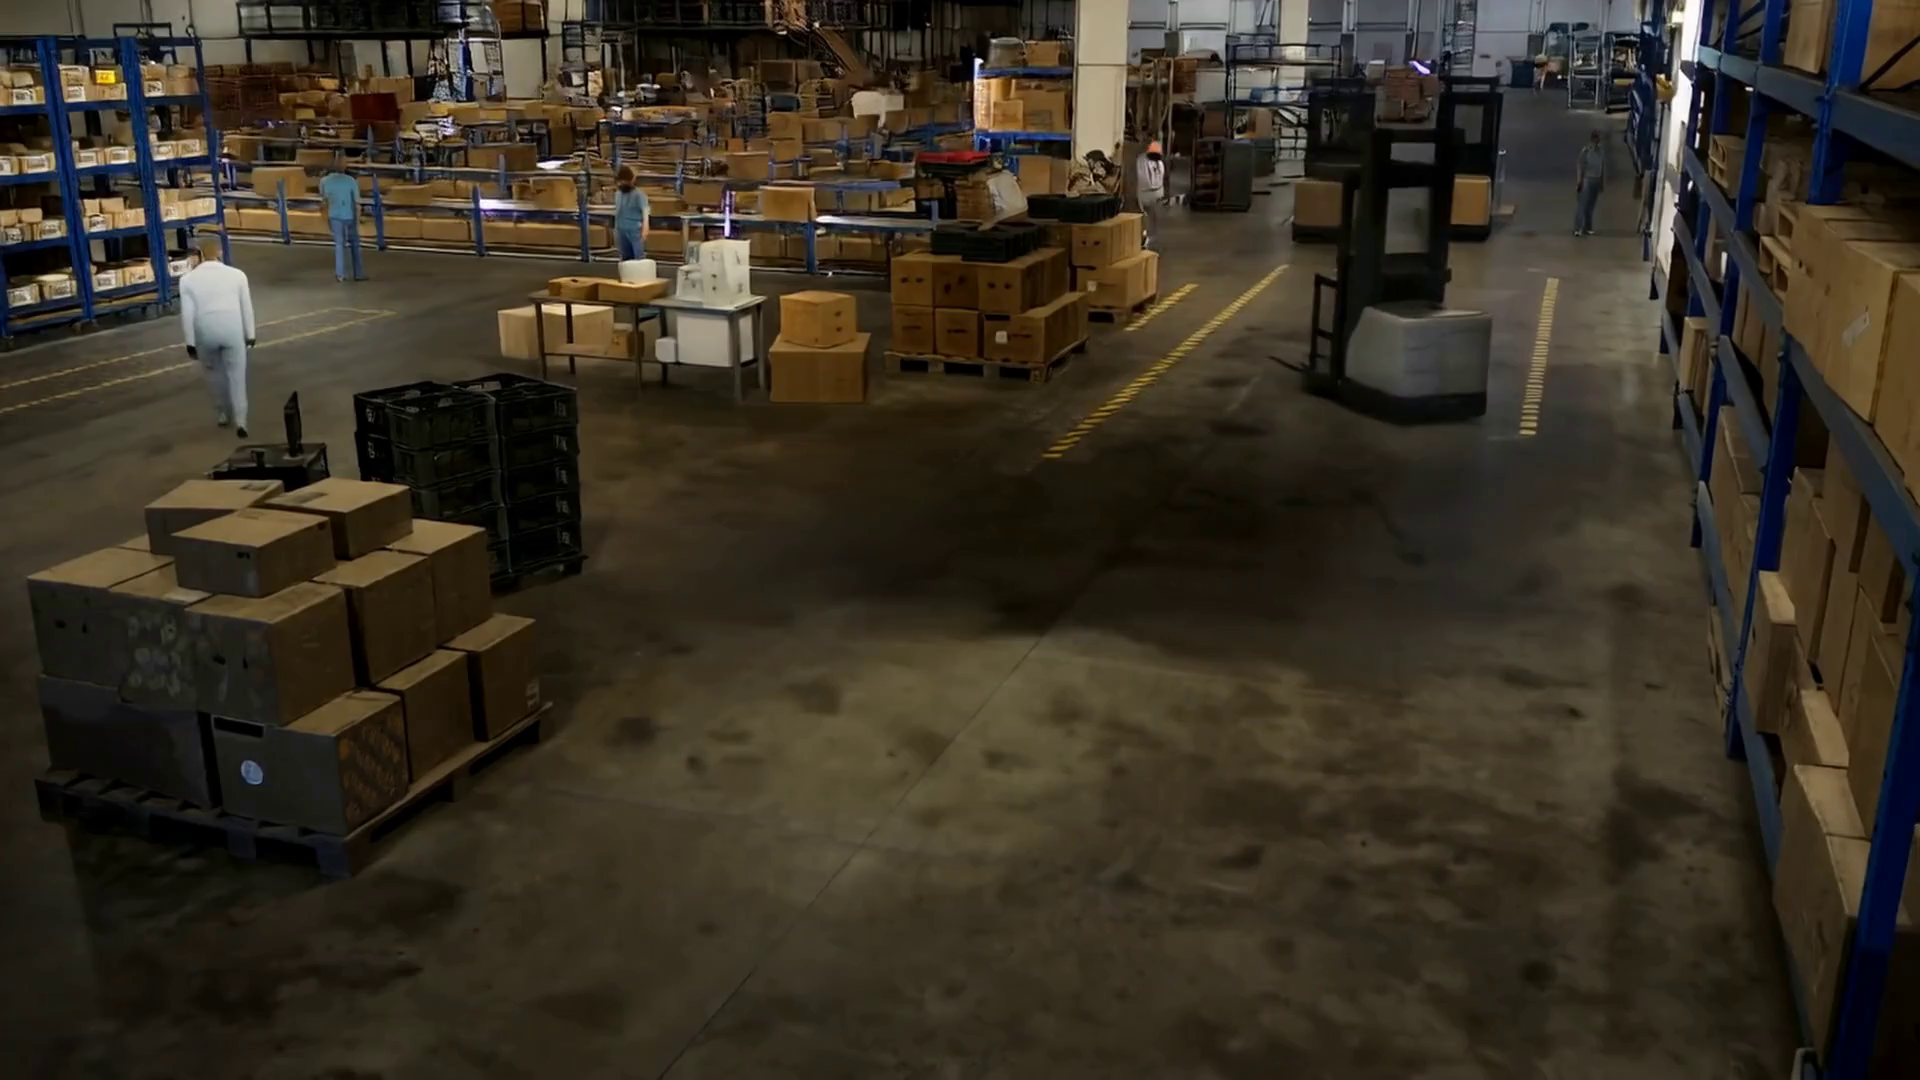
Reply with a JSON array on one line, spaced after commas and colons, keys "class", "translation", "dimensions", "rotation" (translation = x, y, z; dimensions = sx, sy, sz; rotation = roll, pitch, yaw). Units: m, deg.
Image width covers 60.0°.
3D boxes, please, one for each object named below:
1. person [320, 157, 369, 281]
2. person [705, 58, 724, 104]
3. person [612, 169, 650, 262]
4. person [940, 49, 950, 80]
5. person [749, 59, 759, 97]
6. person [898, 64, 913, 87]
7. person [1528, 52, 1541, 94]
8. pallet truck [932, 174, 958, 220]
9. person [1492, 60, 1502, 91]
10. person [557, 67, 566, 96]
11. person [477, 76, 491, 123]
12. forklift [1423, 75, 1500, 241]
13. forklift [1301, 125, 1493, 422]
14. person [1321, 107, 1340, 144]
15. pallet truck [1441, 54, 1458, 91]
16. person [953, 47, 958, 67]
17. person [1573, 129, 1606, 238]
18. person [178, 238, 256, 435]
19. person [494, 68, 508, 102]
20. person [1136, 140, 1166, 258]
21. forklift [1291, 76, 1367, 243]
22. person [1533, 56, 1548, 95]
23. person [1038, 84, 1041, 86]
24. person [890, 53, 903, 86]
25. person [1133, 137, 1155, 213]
[{"class": "person", "translation": [-9.242, -4.796, 24.917], "dimensions": [0.563, 1.837, 0.389], "rotation": [0, 18, -1]}, {"class": "person", "translation": [-10.758, -20.090, 72.642], "dimensions": [1.047, 2.000, 0.722], "rotation": [10, 20, 30]}, {"class": "person", "translation": [-4.641, -4.295, 23.371], "dimensions": [0.601, 1.818, 0.404], "rotation": [9, 20, 27]}, {"class": "person", "translation": [-0.899, -26.687, 93.621], "dimensions": [0.632, 1.902, 0.952], "rotation": [-1, 18, -5]}, {"class": "person", "translation": [-8.972, -20.165, 73.099], "dimensions": [0.584, 1.900, 0.606], "rotation": [13, 22, 35]}, {"class": "person", "translation": [-2.083, -17.834, 65.781], "dimensions": [0.569, 1.896, 0.930], "rotation": [-11, 21, -31]}, {"class": "person", "translation": [28.194, -22.844, 81.400], "dimensions": [0.609, 1.975, 0.771], "rotation": [-6, 19, -17]}, {"class": "pallet truck", "translation": [-0.507, -5.292, 27.348], "dimensions": [0.653, 1.274, 1.630], "rotation": [6, 19, 19]}, {"class": "person", "translation": [23.885, -20.401, 73.968], "dimensions": [0.431, 1.835, 0.624], "rotation": [6, 18, 17]}, {"class": "person", "translation": [-15.088, -17.063, 63.418], "dimensions": [0.741, 1.856, 0.590], "rotation": [6, 19, 19]}, {"class": "person", "translation": [-15.803, -14.535, 55.516], "dimensions": [0.835, 1.837, 0.547], "rotation": [11, 21, 32]}, {"class": "forklift", "translation": [8.997, -6.841, 29.650], "dimensions": [1.129, 2.768, 1.873], "rotation": [6, 19, 19]}, {"class": "forklift", "translation": [4.473, -2.741, 16.767], "dimensions": [1.129, 2.768, 1.873], "rotation": [-5, 18, -16]}, {"class": "person", "translation": [10.365, -11.668, 46.793], "dimensions": [0.593, 1.652, 0.841], "rotation": [4, 18, 13]}, {"class": "pallet truck", "translation": [22.765, -21.886, 78.355], "dimensions": [0.823, 1.965, 1.885], "rotation": [-4, 18, -14]}, {"class": "person", "translation": [-0.162, -26.360, 92.417], "dimensions": [0.612, 1.995, 0.382], "rotation": [10, 20, 28]}, {"class": "person", "translation": [11.315, -6.392, 29.814], "dimensions": [0.642, 1.913, 0.409], "rotation": [-10, 20, -29]}, {"class": "person", "translation": [-7.098, -1.959, 15.978], "dimensions": [0.639, 1.860, 0.999], "rotation": [-8, 19, -23]}, {"class": "person", "translation": [-18.109, -17.718, 65.651], "dimensions": [0.519, 1.757, 0.339], "rotation": [-4, 18, -12]}, {"class": "person", "translation": [3.098, -5.614, 27.352], "dimensions": [0.663, 1.921, 0.610], "rotation": [-13, 22, -35]}, {"class": "forklift", "translation": [6.598, -6.755, 29.381], "dimensions": [1.129, 2.768, 1.873], "rotation": [6, 19, 19]}, {"class": "person", "translation": [27.932, -22.318, 79.972], "dimensions": [0.582, 1.834, 0.930], "rotation": [12, 21, 33]}, {"class": "person", "translation": [3.601, -20.942, 75.435], "dimensions": [1.013, 1.987, 0.663], "rotation": [6, 19, 18]}, {"class": "person", "translation": [-3.181, -23.402, 83.220], "dimensions": [0.629, 1.937, 0.379], "rotation": [-3, 18, -9]}, {"class": "person", "translation": [3.495, -6.767, 31.413], "dimensions": [0.863, 1.655, 0.540], "rotation": [-11, 21, -31]}]
